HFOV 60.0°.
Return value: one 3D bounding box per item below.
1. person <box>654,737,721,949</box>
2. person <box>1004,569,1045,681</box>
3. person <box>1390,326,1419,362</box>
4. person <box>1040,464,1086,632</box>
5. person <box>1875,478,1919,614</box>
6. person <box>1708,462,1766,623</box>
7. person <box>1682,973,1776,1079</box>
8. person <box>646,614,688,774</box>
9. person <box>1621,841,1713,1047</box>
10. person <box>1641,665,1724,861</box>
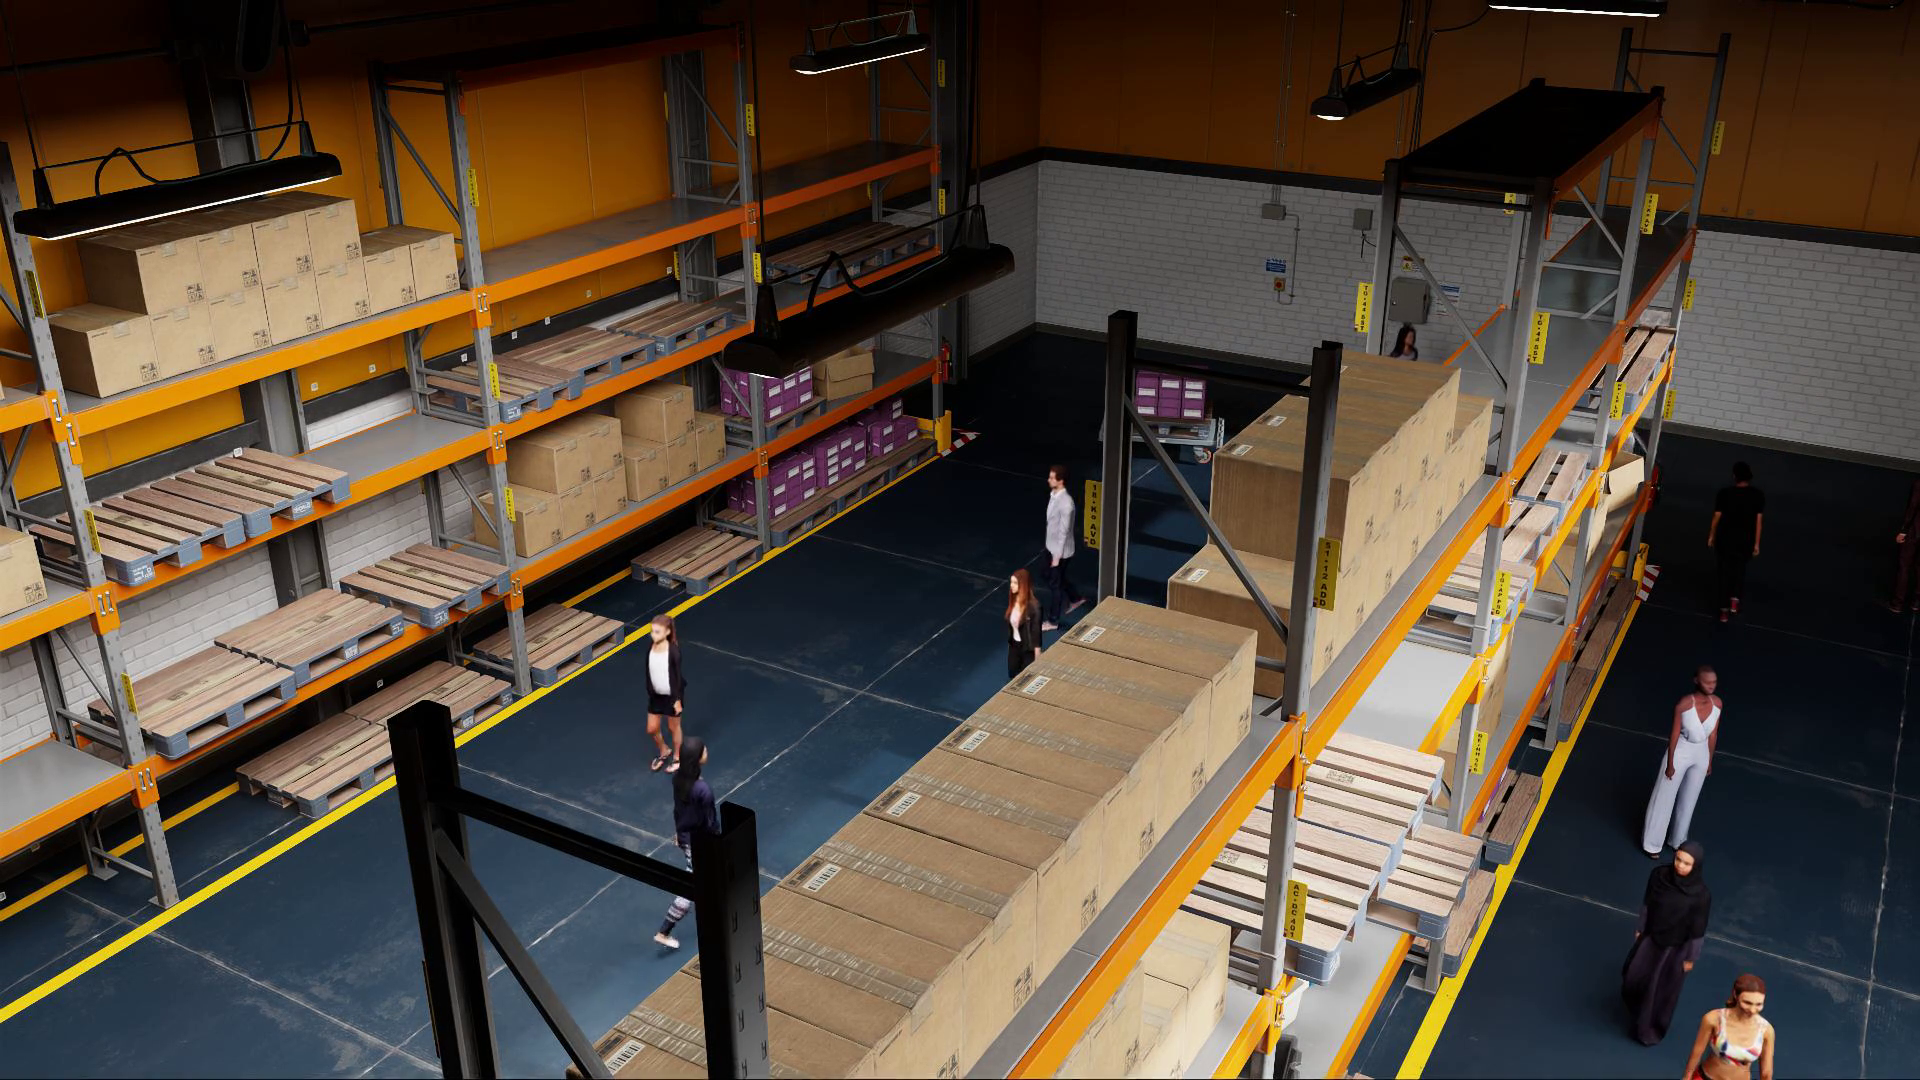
[{"bbox_3d":[-2.047,2.295,12.525,1.147,1.700,0.850,-19,30,-36],"label":"person"},{"bbox_3d":[0.672,1.032,15.413,0.876,1.700,0.760,-19,30,-36],"label":"person"},{"bbox_3d":[5.950,-2.098,22.590,1.010,1.687,0.949,-13,27,-27],"label":"person"},{"bbox_3d":[1.101,0.072,17.435,1.022,1.840,0.966,-5,24,-12],"label":"person"},{"bbox_3d":[10.299,-0.118,17.841,0.767,1.864,0.823,-6,24,-13],"label":"person"},{"bbox_3d":[8.204,0.056,17.605,0.735,1.734,0.813,9,25,20],"label":"person"},{"bbox_3d":[4.620,3.306,10.136,0.817,1.761,1.145,6,24,13],"label":"person"},{"bbox_3d":[-2.583,1.342,14.898,0.583,1.545,0.626,8,25,17],"label":"person"},{"bbox_3d":[4.966,2.758,11.581,0.859,1.608,0.742,-19,30,-37],"label":"person"},{"bbox_3d":[5.907,1.804,13.549,0.642,1.781,0.690,-5,24,-10],"label":"person"}]
